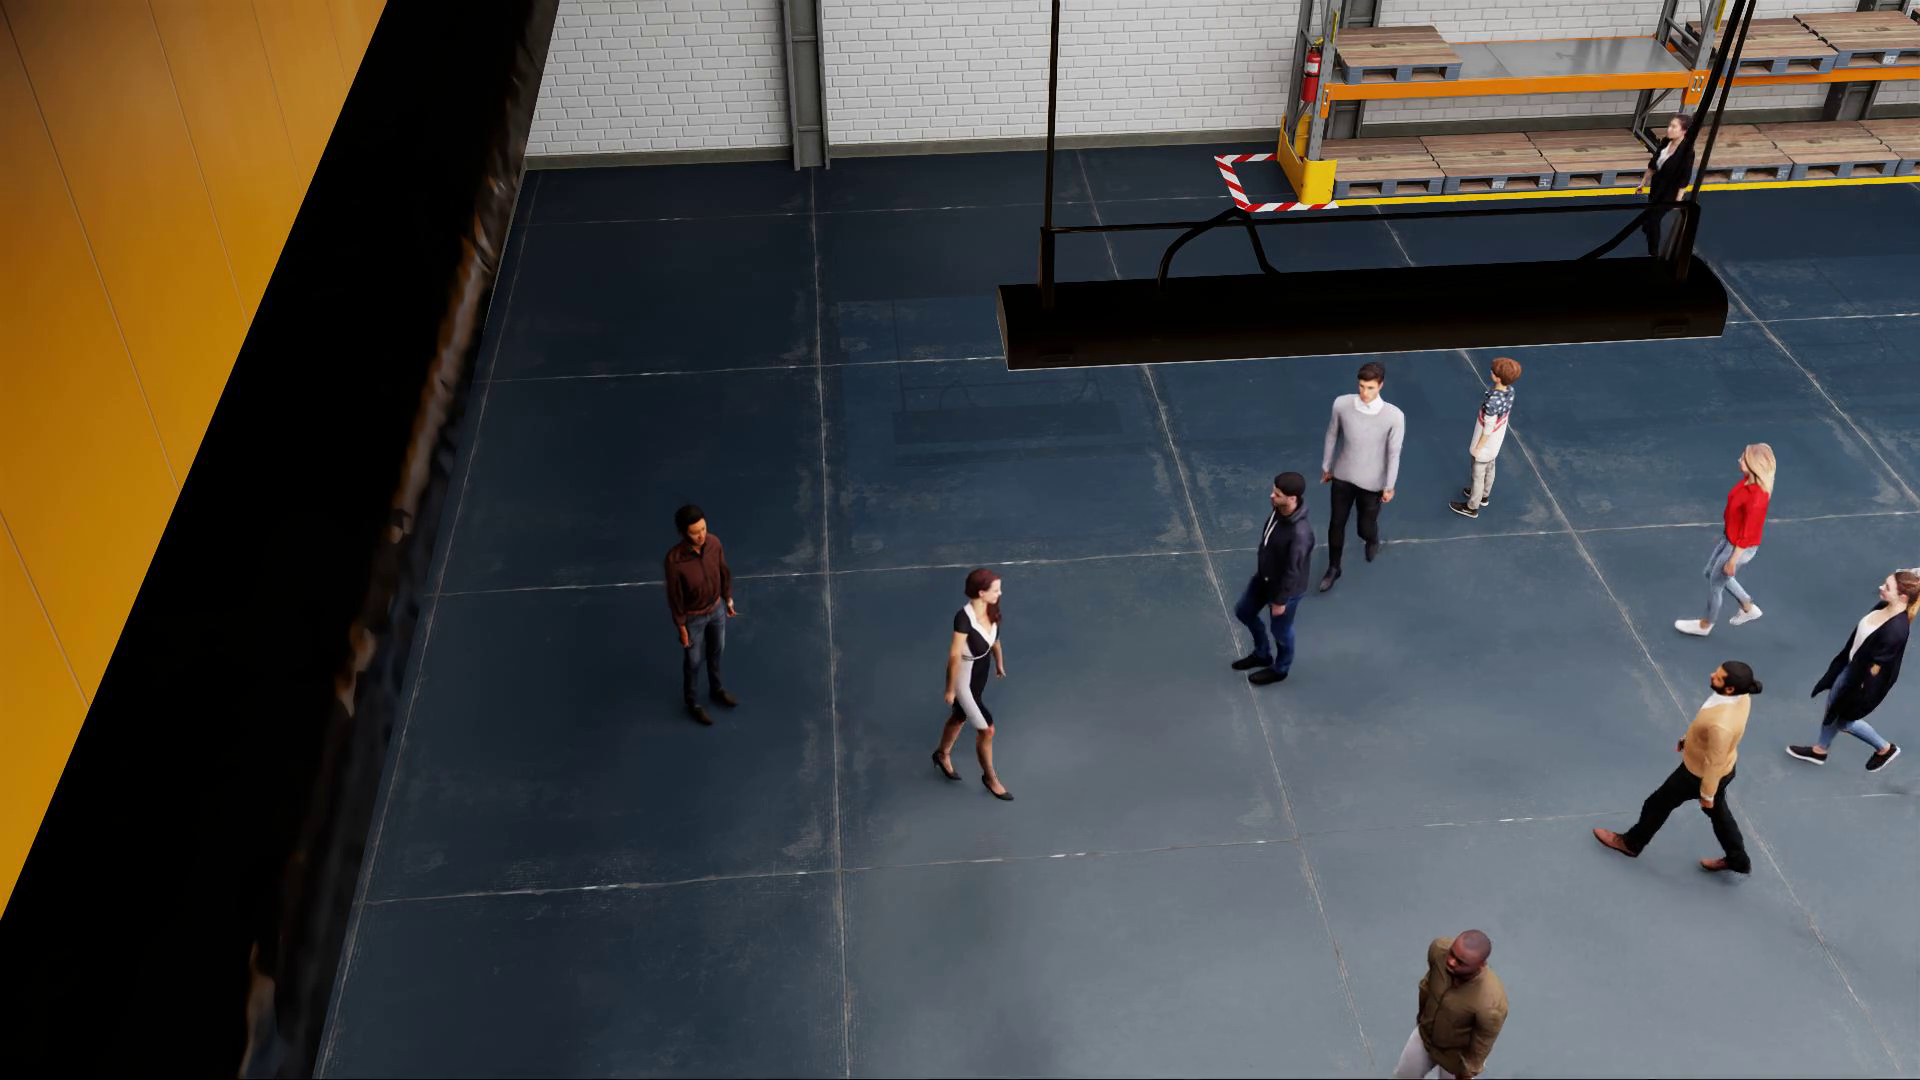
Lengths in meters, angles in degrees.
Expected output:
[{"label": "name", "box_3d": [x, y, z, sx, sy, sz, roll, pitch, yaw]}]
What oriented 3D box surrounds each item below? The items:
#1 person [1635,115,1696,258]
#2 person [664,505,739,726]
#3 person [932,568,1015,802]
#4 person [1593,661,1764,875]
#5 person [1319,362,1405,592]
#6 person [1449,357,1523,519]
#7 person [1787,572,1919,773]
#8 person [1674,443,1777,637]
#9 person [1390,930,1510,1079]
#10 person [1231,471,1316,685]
[{"label": "person", "box_3d": [6.943, -3.377, 16.232, 0.596, 1.645, 0.613, -6, 39, -8]}, {"label": "person", "box_3d": [-1.778, 0.475, 11.303, 0.708, 1.776, 0.787, -32, 48, -33]}, {"label": "person", "box_3d": [-0.010, 0.884, 10.798, 0.991, 1.768, 0.880, 20, 43, 23]}, {"label": "person", "box_3d": [4.631, 1.429, 10.152, 1.236, 1.722, 1.118, 23, 44, 26]}, {"label": "person", "box_3d": [3.028, -0.520, 12.442, 1.091, 1.909, 1.124, 22, 44, 25]}, {"label": "person", "box_3d": [4.207, -0.833, 13.210, 0.652, 1.439, 0.592, 28, 46, 30]}, {"label": "person", "box_3d": [5.982, 0.908, 10.846, 0.968, 1.670, 0.827, 11, 40, 14]}, {"label": "person", "box_3d": [5.637, 0.059, 11.897, 0.894, 1.685, 0.792, 11, 40, 14]}, {"label": "person", "box_3d": [2.605, 2.592, 8.628, 0.956, 1.807, 0.900, -19, 42, -22]}, {"label": "person", "box_3d": [2.305, 0.269, 11.482, 0.658, 1.876, 0.727, -6, 39, -8]}]
